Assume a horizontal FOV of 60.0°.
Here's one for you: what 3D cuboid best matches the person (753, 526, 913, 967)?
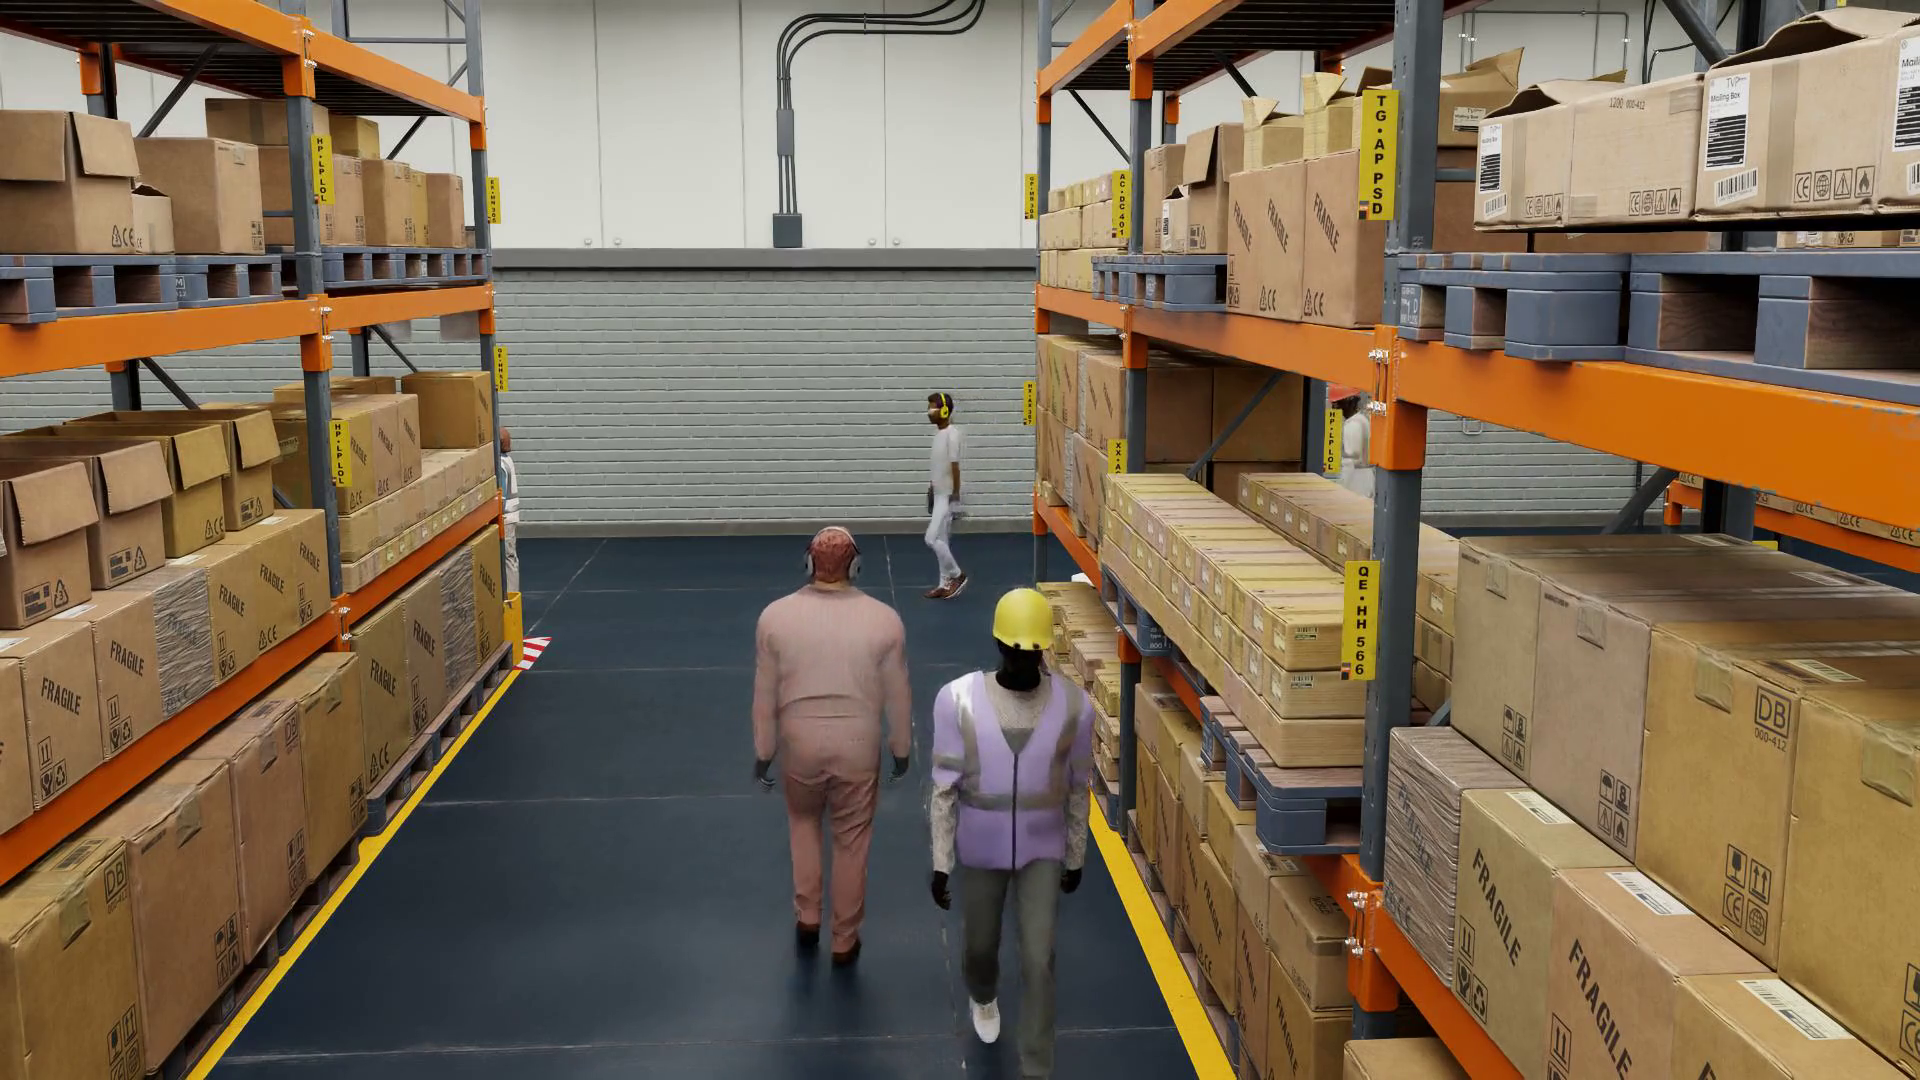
[{"bbox_3d":[-0.540,0.875,7.219,0.682,1.888,0.560,0,10,1],"label":"person"}]

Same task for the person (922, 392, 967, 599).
[{"bbox_3d":[-0.180,-0.376,14.703,0.394,1.855,0.572,-3,10,-19],"label":"person"}]

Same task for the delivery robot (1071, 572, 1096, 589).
[{"bbox_3d":[1.264,0.409,13.629,0.707,0.478,0.477,8,12,39],"label":"delivery robot"}]

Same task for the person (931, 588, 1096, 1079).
[{"bbox_3d":[0.188,1.075,6.057,0.591,1.897,0.865,0,10,-1],"label":"person"}]

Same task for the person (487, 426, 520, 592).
[{"bbox_3d":[-3.850,-0.144,13.972,0.307,1.640,0.519,-2,10,-10],"label":"person"}]

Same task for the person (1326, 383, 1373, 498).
[{"bbox_3d":[3.355,-0.442,14.698,0.976,1.983,0.642,3,10,16],"label":"person"}]
